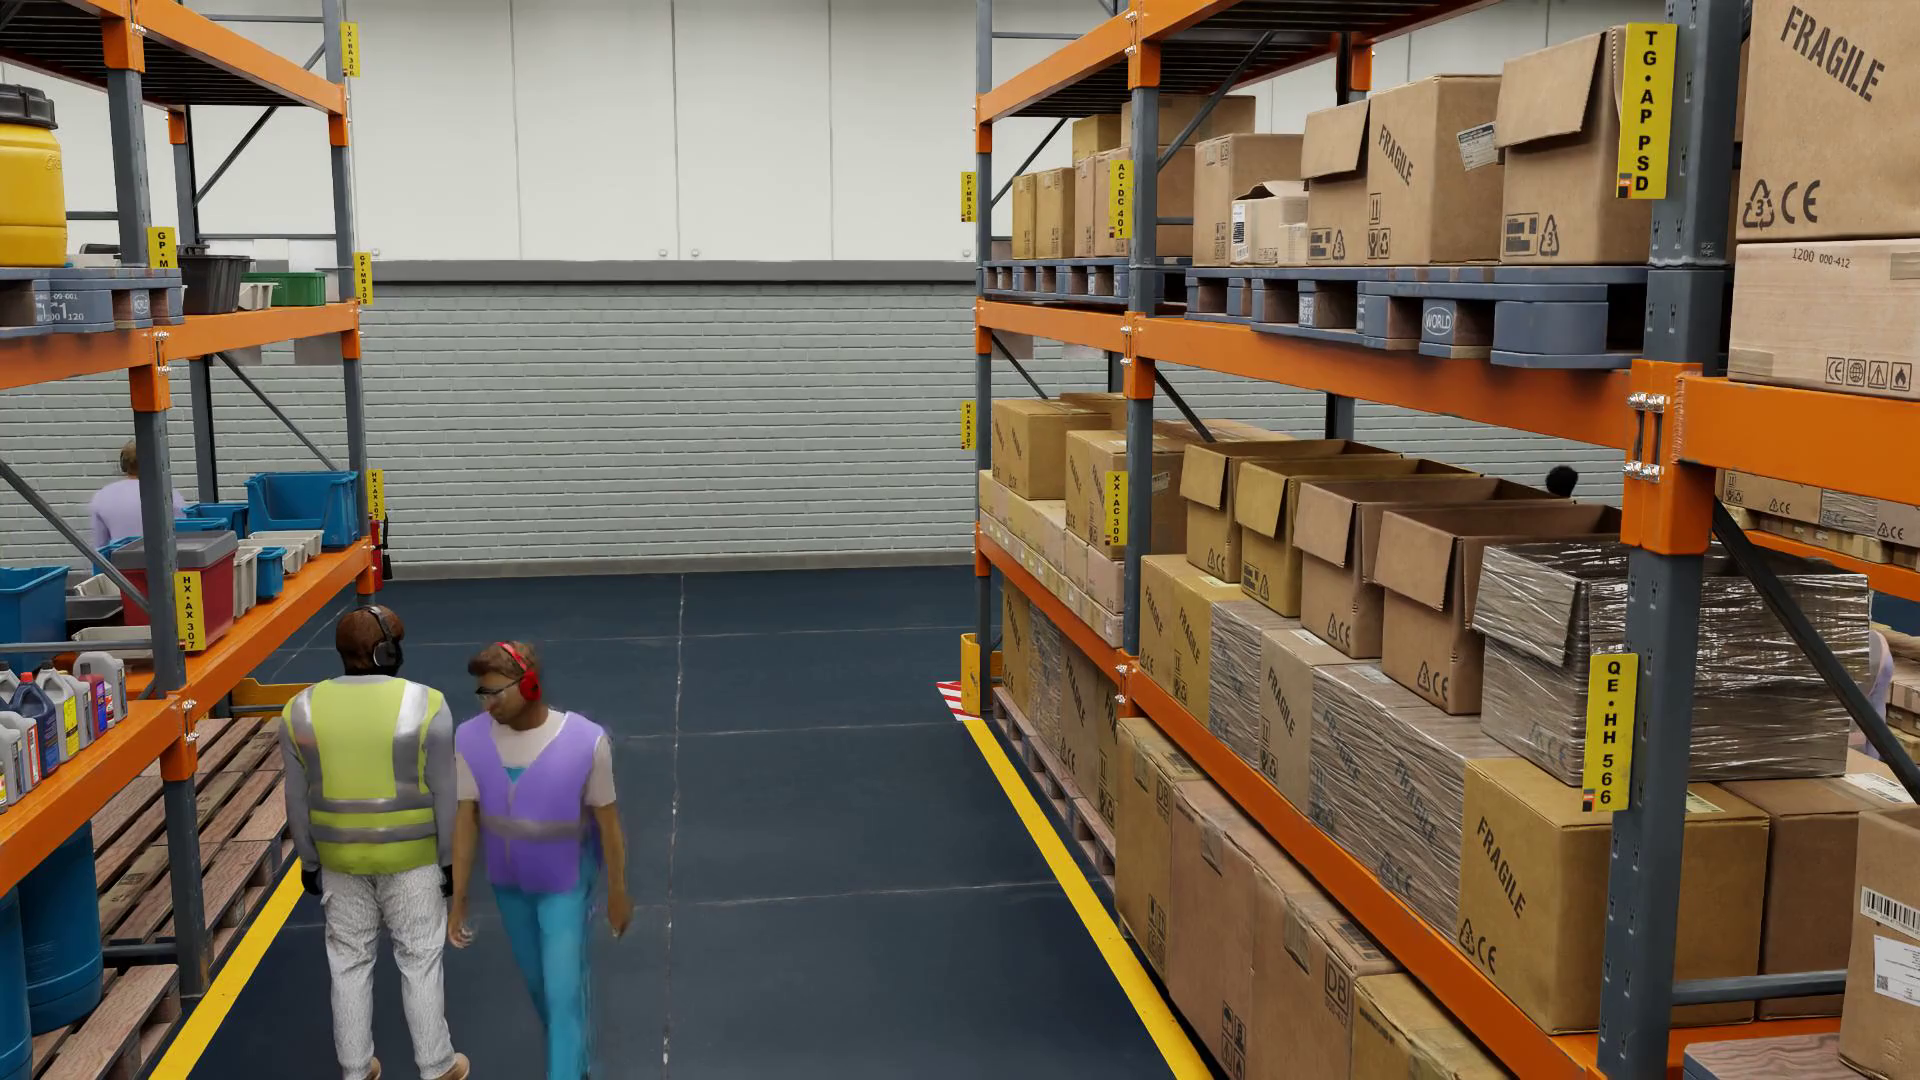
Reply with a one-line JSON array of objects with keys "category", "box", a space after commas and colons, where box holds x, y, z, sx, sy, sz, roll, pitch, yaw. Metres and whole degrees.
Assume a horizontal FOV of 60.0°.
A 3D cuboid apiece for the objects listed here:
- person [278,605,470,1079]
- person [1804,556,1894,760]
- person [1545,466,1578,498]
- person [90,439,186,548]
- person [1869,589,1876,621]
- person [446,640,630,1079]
[{"category": "person", "box": [-2.106, 1.146, 6.052, 0.624, 1.841, 0.430, 0, 9, 0]}, {"category": "person", "box": [3.565, 0.980, 7.063, 0.622, 1.845, 0.429, 1, 9, 6]}, {"category": "person", "box": [4.258, 0.297, 11.885, 0.543, 1.639, 0.909, 5, 10, 27]}, {"category": "person", "box": [-5.429, 0.286, 11.085, 0.639, 1.933, 0.590, 1, 9, 5]}, {"category": "person", "box": [6.184, 0.250, 11.522, 0.515, 1.860, 0.325, -4, 10, -26]}, {"category": "person", "box": [-1.470, 1.225, 5.712, 0.582, 1.787, 0.879, 3, 10, 16]}]
